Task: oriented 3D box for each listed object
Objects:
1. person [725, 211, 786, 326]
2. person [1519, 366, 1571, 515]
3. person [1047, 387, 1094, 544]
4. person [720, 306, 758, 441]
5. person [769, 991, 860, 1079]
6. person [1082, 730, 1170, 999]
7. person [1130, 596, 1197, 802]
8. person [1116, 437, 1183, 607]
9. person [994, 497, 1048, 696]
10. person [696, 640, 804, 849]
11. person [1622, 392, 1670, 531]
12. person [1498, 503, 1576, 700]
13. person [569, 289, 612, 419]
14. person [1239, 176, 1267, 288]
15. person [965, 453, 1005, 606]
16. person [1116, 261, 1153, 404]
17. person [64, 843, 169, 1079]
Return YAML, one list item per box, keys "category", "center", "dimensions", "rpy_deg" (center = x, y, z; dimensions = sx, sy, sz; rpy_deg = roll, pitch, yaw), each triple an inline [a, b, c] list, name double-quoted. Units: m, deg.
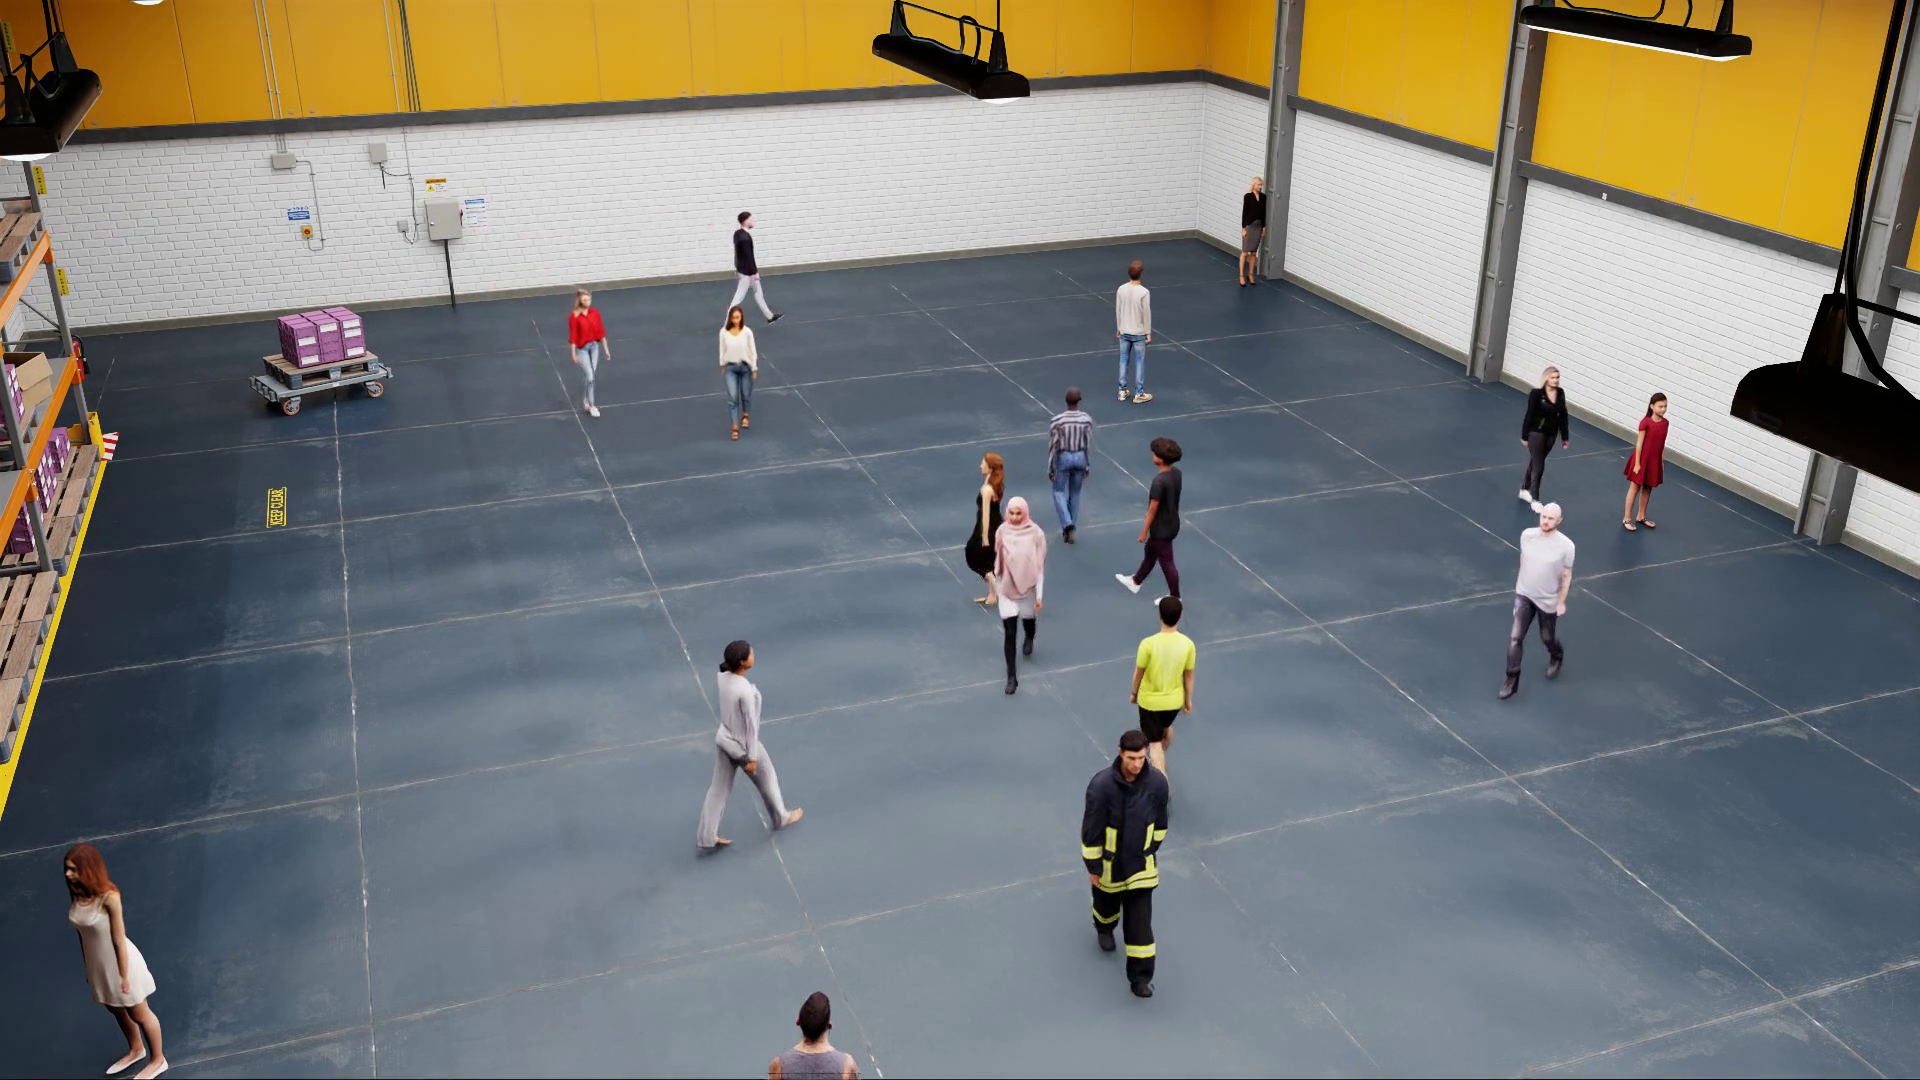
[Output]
- category: "person"
  center: [-3.345, -4.039, 25.233]
  dimensions: [0.776, 1.793, 1.107]
  rpy_deg: [-7, 25, -16]
- category: "person"
  center: [6.557, -1.195, 18.892]
  dimensions: [0.640, 1.662, 0.862]
  rpy_deg: [-8, 25, -18]
- category: "person"
  center: [1.199, -0.743, 17.710]
  dimensions: [0.712, 1.780, 0.854]
  rpy_deg: [-4, 24, -10]
- category: "person"
  center: [-2.798, -2.178, 21.147]
  dimensions: [0.812, 1.656, 0.998]
  rpy_deg: [-1, 24, -1]
- category: "person"
  center: [-0.771, 3.232, 8.769]
  dimensions: [0.897, 1.816, 1.101]
  rpy_deg: [2, 24, 5]
- category: "person"
  center: [1.064, 2.060, 11.186]
  dimensions: [0.943, 1.870, 1.271]
  rpy_deg: [-3, 24, -7]
- category: "person"
  center: [1.617, 1.289, 13.191]
  dimensions: [0.707, 1.677, 1.096]
  rpy_deg: [-5, 24, -12]
- category: "person"
  center: [2.075, -0.132, 16.349]
  dimensions: [1.100, 1.751, 1.026]
  rpy_deg: [11, 26, 24]
- category: "person"
  center: [0.550, 0.443, 14.997]
  dimensions: [0.973, 1.779, 1.209]
  rpy_deg: [4, 24, 8]
- category: "person"
  center: [-1.734, 1.570, 12.520]
  dimensions: [0.987, 1.698, 1.155]
  rpy_deg: [-19, 30, -36]
- category: "person"
  center: [7.575, -0.887, 18.323]
  dimensions: [0.530, 1.554, 0.593]
  rpy_deg: [-8, 25, -17]
- category: "person"
  center: [5.216, 0.501, 14.830]
  dimensions: [1.220, 1.807, 1.069]
  rpy_deg: [21, 31, 39]
- category: "person"
  center: [-4.924, -2.481, 21.805]
  dimensions: [0.903, 1.684, 0.809]
  rpy_deg: [20, 31, 39]
- category: "person"
  center: [4.851, -5.135, 27.681]
  dimensions: [0.612, 1.842, 0.556]
  rpy_deg: [-10, 26, -23]
- category: "person"
  center: [0.373, -0.077, 16.398]
  dimensions: [0.786, 1.612, 0.726]
  rpy_deg: [8, 25, 17]
- category: "person"
  center: [2.316, -2.781, 22.217]
  dimensions: [0.737, 1.904, 0.829]
  rpy_deg: [15, 28, 31]
- category: "person"
  center: [-5.184, 2.580, 10.195]
  dimensions: [0.647, 1.710, 0.704]
  rpy_deg: [10, 26, 22]
